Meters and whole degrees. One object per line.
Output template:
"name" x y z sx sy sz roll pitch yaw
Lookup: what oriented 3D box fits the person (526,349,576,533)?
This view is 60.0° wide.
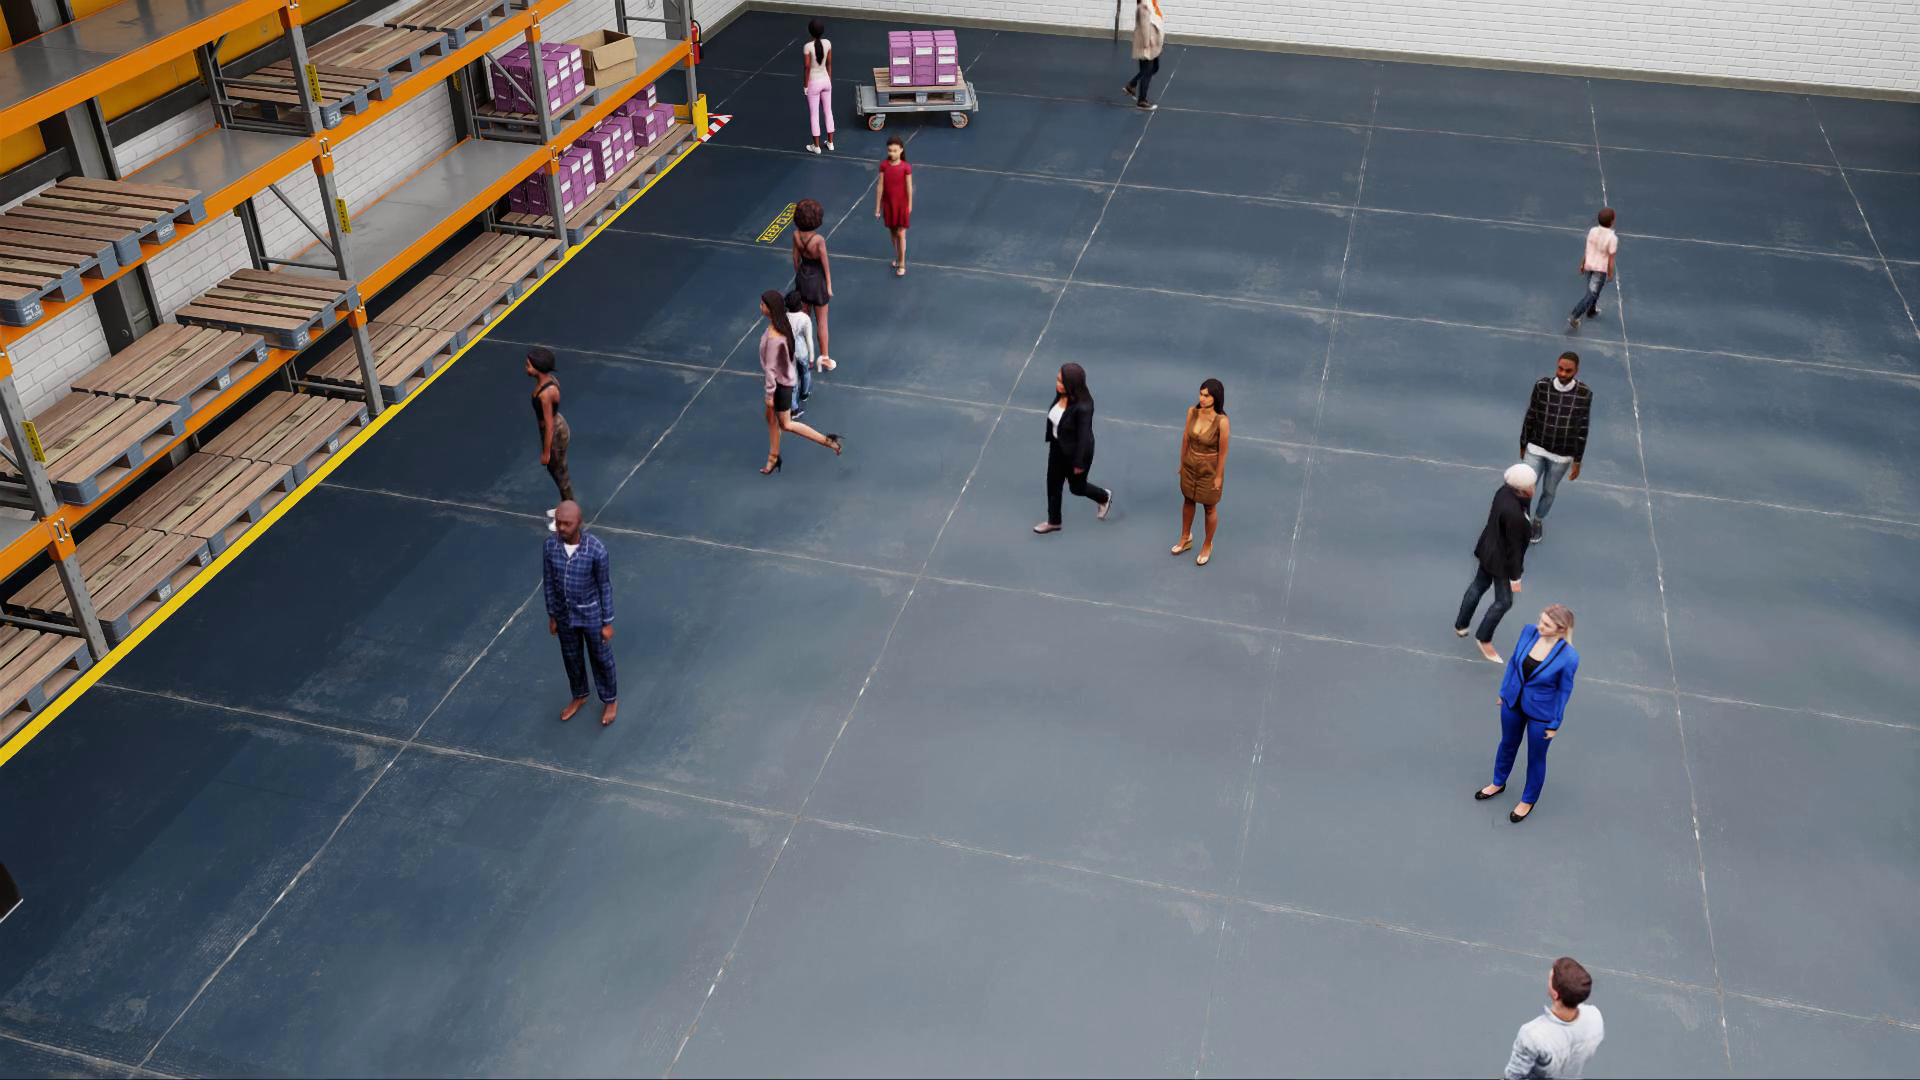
"person" -3.409 -0.851 14.039 0.731 1.697 0.620 -6 34 -9

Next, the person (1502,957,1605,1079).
"person" 2.935 2.830 8.369 0.727 1.842 0.740 -11 35 -16

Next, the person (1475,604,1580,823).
"person" 3.818 1.115 11.079 0.738 1.699 0.702 -22 39 -29

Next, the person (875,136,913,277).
"person" -0.708 -3.791 18.609 0.549 1.533 0.766 8 34 12

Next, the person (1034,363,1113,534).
"person" 1.002 -0.769 14.003 1.066 1.599 0.982 -20 38 -27

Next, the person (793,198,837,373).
"person" -1.465 -2.513 16.457 0.626 1.788 0.619 18 38 25

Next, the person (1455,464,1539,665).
"person" 4.026 0.137 12.326 0.820 1.746 0.713 -2 34 -3

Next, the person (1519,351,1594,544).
"person" 4.942 -0.793 13.861 0.711 1.797 0.883 11 35 16

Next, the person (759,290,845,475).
"person" -1.478 -1.337 14.692 0.855 1.784 1.020 0 34 1

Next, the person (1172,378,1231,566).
"person" 1.991 -0.572 13.626 0.636 1.690 0.642 26 41 33

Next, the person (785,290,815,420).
"person" -1.569 -1.746 15.806 0.606 1.232 0.889 3 34 5

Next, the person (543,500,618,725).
"person" -2.717 0.499 11.896 0.682 1.820 0.632 5 34 7

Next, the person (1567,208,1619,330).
"person" 6.620 -2.833 17.386 0.938 1.292 0.840 -21 39 -28

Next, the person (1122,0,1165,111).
"person" 2.499 -6.894 22.967 0.747 1.877 0.691 8 34 12

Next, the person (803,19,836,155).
"person" -1.836 -5.903 21.598 0.631 1.742 0.711 -22 40 -30
